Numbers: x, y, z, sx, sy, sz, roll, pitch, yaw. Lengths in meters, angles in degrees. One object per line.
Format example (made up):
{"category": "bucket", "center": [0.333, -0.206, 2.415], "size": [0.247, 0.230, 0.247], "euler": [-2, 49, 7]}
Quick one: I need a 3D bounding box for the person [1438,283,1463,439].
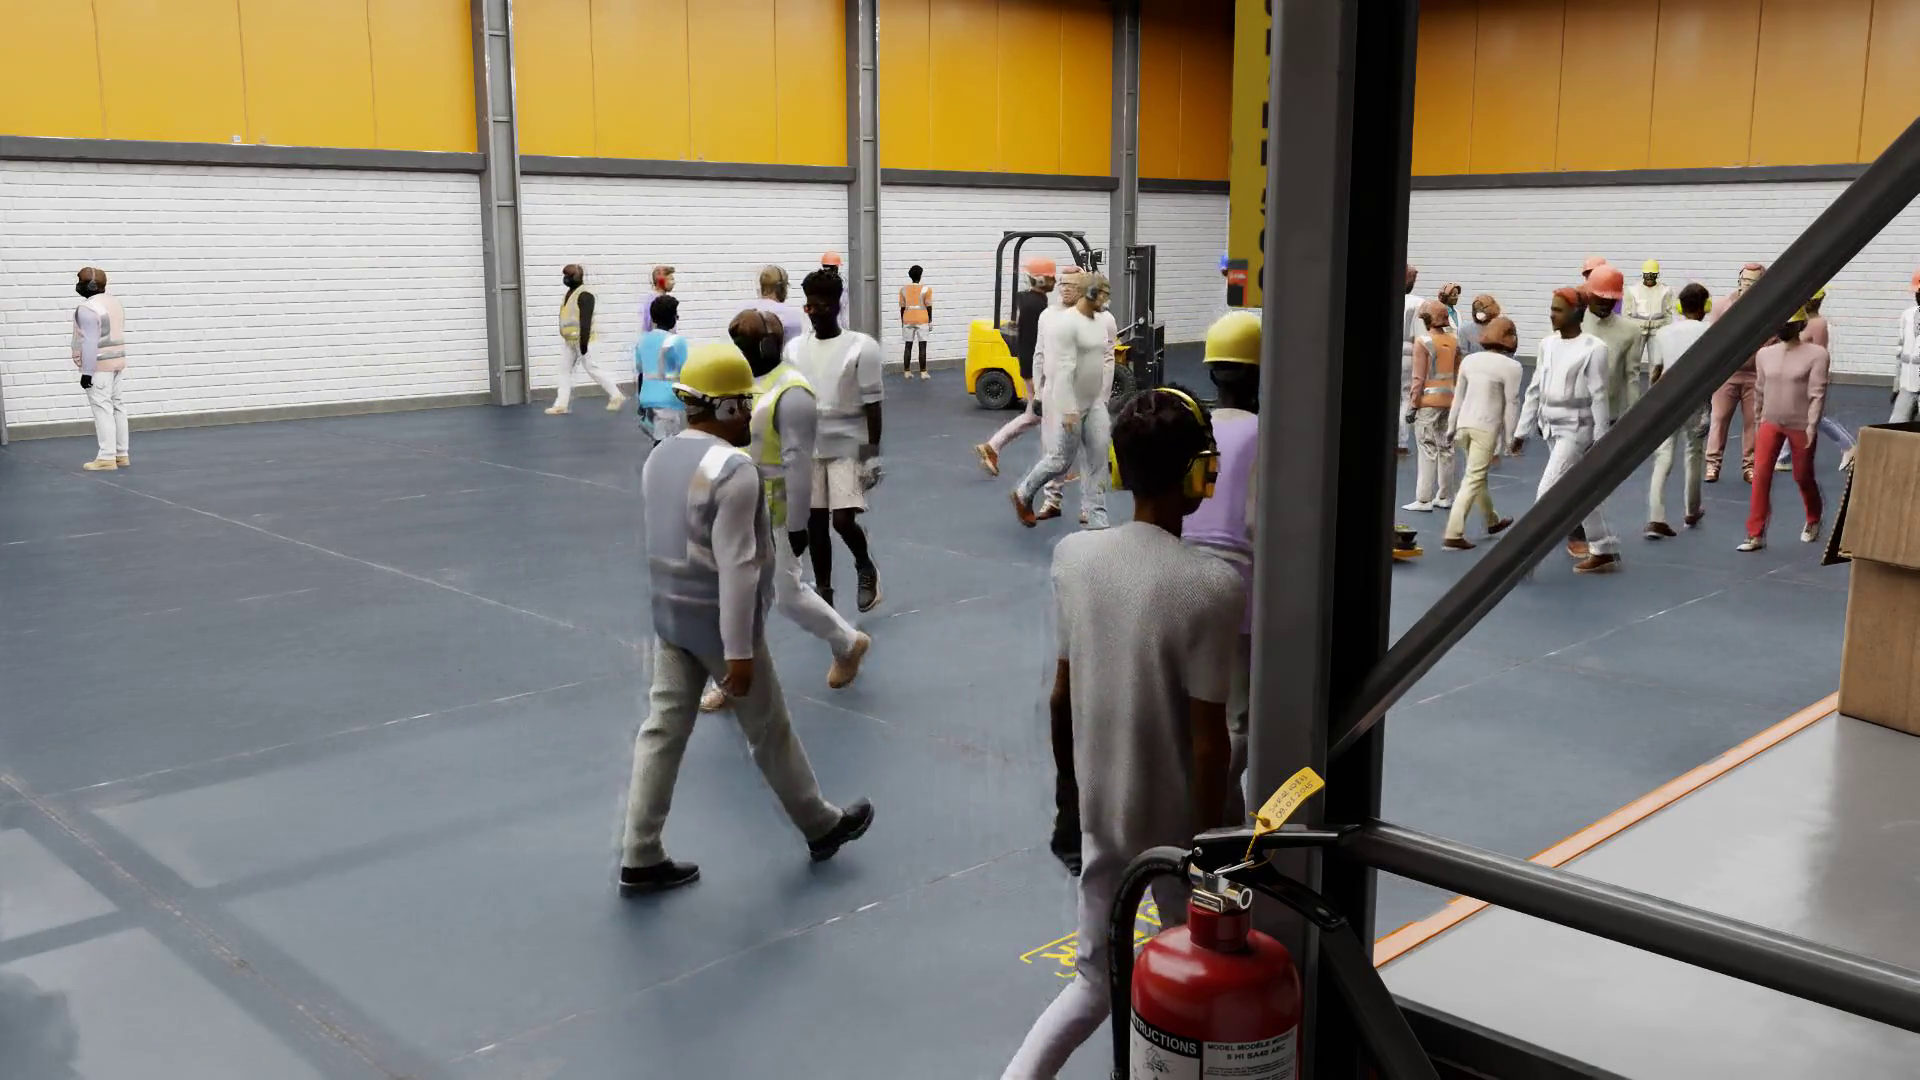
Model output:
{"category": "person", "center": [5.052, -1.850, 17.326], "size": [0.517, 1.641, 0.308], "euler": [-9, 14, -41]}

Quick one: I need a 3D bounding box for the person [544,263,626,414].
{"category": "person", "center": [-4.518, -2.418, 19.997], "size": [0.941, 1.807, 0.634], "euler": [-7, 13, -34]}

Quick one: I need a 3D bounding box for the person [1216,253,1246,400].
{"category": "person", "center": [3.478, -2.704, 21.268], "size": [0.391, 1.912, 0.672], "euler": [5, 11, 24]}

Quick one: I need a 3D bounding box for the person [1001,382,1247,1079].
{"category": "person", "center": [0.322, 0.602, 3.430], "size": [0.521, 1.844, 0.800], "euler": [10, 15, 44]}

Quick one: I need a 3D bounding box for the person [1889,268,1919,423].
{"category": "person", "center": [7.535, -1.197, 13.046], "size": [0.425, 1.911, 0.567], "euler": [-3, 11, -18]}

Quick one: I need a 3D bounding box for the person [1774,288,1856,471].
{"category": "person", "center": [7.717, -1.457, 14.950], "size": [0.806, 1.735, 0.521], "euler": [3, 11, 14]}

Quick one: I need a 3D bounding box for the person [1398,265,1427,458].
{"category": "person", "center": [4.118, -1.665, 15.703], "size": [0.625, 1.854, 0.748], "euler": [7, 12, 32]}

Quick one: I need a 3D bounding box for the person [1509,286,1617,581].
{"category": "person", "center": [3.747, -0.656, 10.329], "size": [1.008, 1.832, 0.586], "euler": [-3, 11, -14]}

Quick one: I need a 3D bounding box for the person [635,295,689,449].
{"category": "person", "center": [-2.223, -1.055, 12.921], "size": [0.736, 1.671, 0.541], "euler": [-9, 14, -42]}

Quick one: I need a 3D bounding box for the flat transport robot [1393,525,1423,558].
{"category": "flat transport robot", "center": [2.452, -0.072, 11.368], "size": [0.652, 0.197, 1.431], "euler": [-4, 11, -22]}

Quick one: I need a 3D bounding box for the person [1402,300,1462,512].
{"category": "person", "center": [3.658, -1.031, 12.861], "size": [0.512, 1.639, 0.312], "euler": [-7, 13, -34]}

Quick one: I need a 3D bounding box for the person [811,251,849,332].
{"category": "person", "center": [-1.598, -2.615, 20.682], "size": [0.542, 1.939, 0.369], "euler": [6, 12, 29]}

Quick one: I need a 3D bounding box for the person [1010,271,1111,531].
{"category": "person", "center": [0.776, -0.943, 11.709], "size": [0.902, 1.890, 0.631], "euler": [9, 14, 40]}

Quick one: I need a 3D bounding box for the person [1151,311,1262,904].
{"category": "person", "center": [0.811, 0.224, 5.318], "size": [0.585, 1.898, 0.863], "euler": [8, 13, 39]}

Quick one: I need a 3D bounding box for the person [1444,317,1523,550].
{"category": "person", "center": [3.641, -0.735, 11.424], "size": [0.876, 1.574, 0.512], "euler": [-6, 12, -30]}

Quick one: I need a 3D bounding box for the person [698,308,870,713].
{"category": "person", "center": [-0.828, -0.140, 7.528], "size": [0.804, 1.819, 0.631], "euler": [-8, 13, -37]}

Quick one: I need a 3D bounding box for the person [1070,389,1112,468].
{"category": "person", "center": [1.117, -1.466, 15.342], "size": [0.843, 1.599, 0.530], "euler": [-10, 14, -42]}

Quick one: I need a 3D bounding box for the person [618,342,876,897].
{"category": "person", "center": [-0.741, 0.249, 5.471], "size": [0.930, 1.782, 0.624], "euler": [-9, 14, -40]}

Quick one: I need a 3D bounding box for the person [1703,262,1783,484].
{"category": "person", "center": [6.744, -1.427, 14.306], "size": [0.638, 1.904, 0.402], "euler": [4, 11, 19]}

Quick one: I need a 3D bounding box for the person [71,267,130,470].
{"category": "person", "center": [-7.866, -1.563, 15.208], "size": [0.429, 1.845, 0.631], "euler": [0, 10, -2]}

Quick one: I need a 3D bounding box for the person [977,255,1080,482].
{"category": "person", "center": [0.597, -1.468, 14.349], "size": [0.822, 1.972, 0.622], "euler": [-1, 10, -3]}

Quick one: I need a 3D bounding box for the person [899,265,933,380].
{"category": "person", "center": [-0.651, -3.223, 24.681], "size": [0.532, 1.694, 0.320], "euler": [4, 11, 21]}

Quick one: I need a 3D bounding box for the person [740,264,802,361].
{"category": "person", "center": [-1.360, -1.045, 12.182], "size": [0.477, 1.924, 0.648], "euler": [-9, 14, -42]}

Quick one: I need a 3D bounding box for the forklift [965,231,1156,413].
{"category": "forklift", "center": [1.222, -2.721, 20.561], "size": [2.313, 2.155, 1.214], "euler": [2, 11, 13]}

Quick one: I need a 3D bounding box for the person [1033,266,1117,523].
{"category": "person", "center": [0.828, -1.080, 12.401], "size": [0.643, 1.909, 0.410], "euler": [5, 11, 25]}

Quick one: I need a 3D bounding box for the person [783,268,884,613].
{"category": "person", "center": [-0.695, -0.497, 9.080], "size": [0.628, 1.955, 0.470], "euler": [5, 12, 26]}

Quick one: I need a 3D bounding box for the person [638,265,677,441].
{"category": "person", "center": [-3.023, -1.866, 16.883], "size": [0.439, 1.830, 0.590], "euler": [-3, 11, -17]}

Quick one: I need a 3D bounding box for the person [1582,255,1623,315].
{"category": "person", "center": [6.410, -1.917, 16.905], "size": [0.543, 1.928, 0.370], "euler": [0, 10, 1]}

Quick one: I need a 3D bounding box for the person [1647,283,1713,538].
{"category": "person", "center": [5.162, -0.927, 11.903], "size": [0.517, 1.786, 1.048], "euler": [9, 14, 41]}

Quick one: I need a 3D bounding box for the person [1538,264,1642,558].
{"category": "person", "center": [4.251, -0.894, 11.304], "size": [0.632, 1.952, 0.861], "euler": [1, 10, 3]}

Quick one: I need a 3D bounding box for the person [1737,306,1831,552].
{"category": "person", "center": [5.683, -0.800, 11.360], "size": [0.871, 1.724, 0.512], "euler": [-9, 14, -40]}

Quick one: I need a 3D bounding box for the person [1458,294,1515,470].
{"category": "person", "center": [4.774, -1.431, 15.140], "size": [0.510, 1.606, 0.509], "euler": [6, 12, 29]}

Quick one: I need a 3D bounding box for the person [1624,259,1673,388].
{"category": "person", "center": [8.934, -2.728, 21.624], "size": [0.592, 1.825, 0.403], "euler": [3, 11, 14]}
